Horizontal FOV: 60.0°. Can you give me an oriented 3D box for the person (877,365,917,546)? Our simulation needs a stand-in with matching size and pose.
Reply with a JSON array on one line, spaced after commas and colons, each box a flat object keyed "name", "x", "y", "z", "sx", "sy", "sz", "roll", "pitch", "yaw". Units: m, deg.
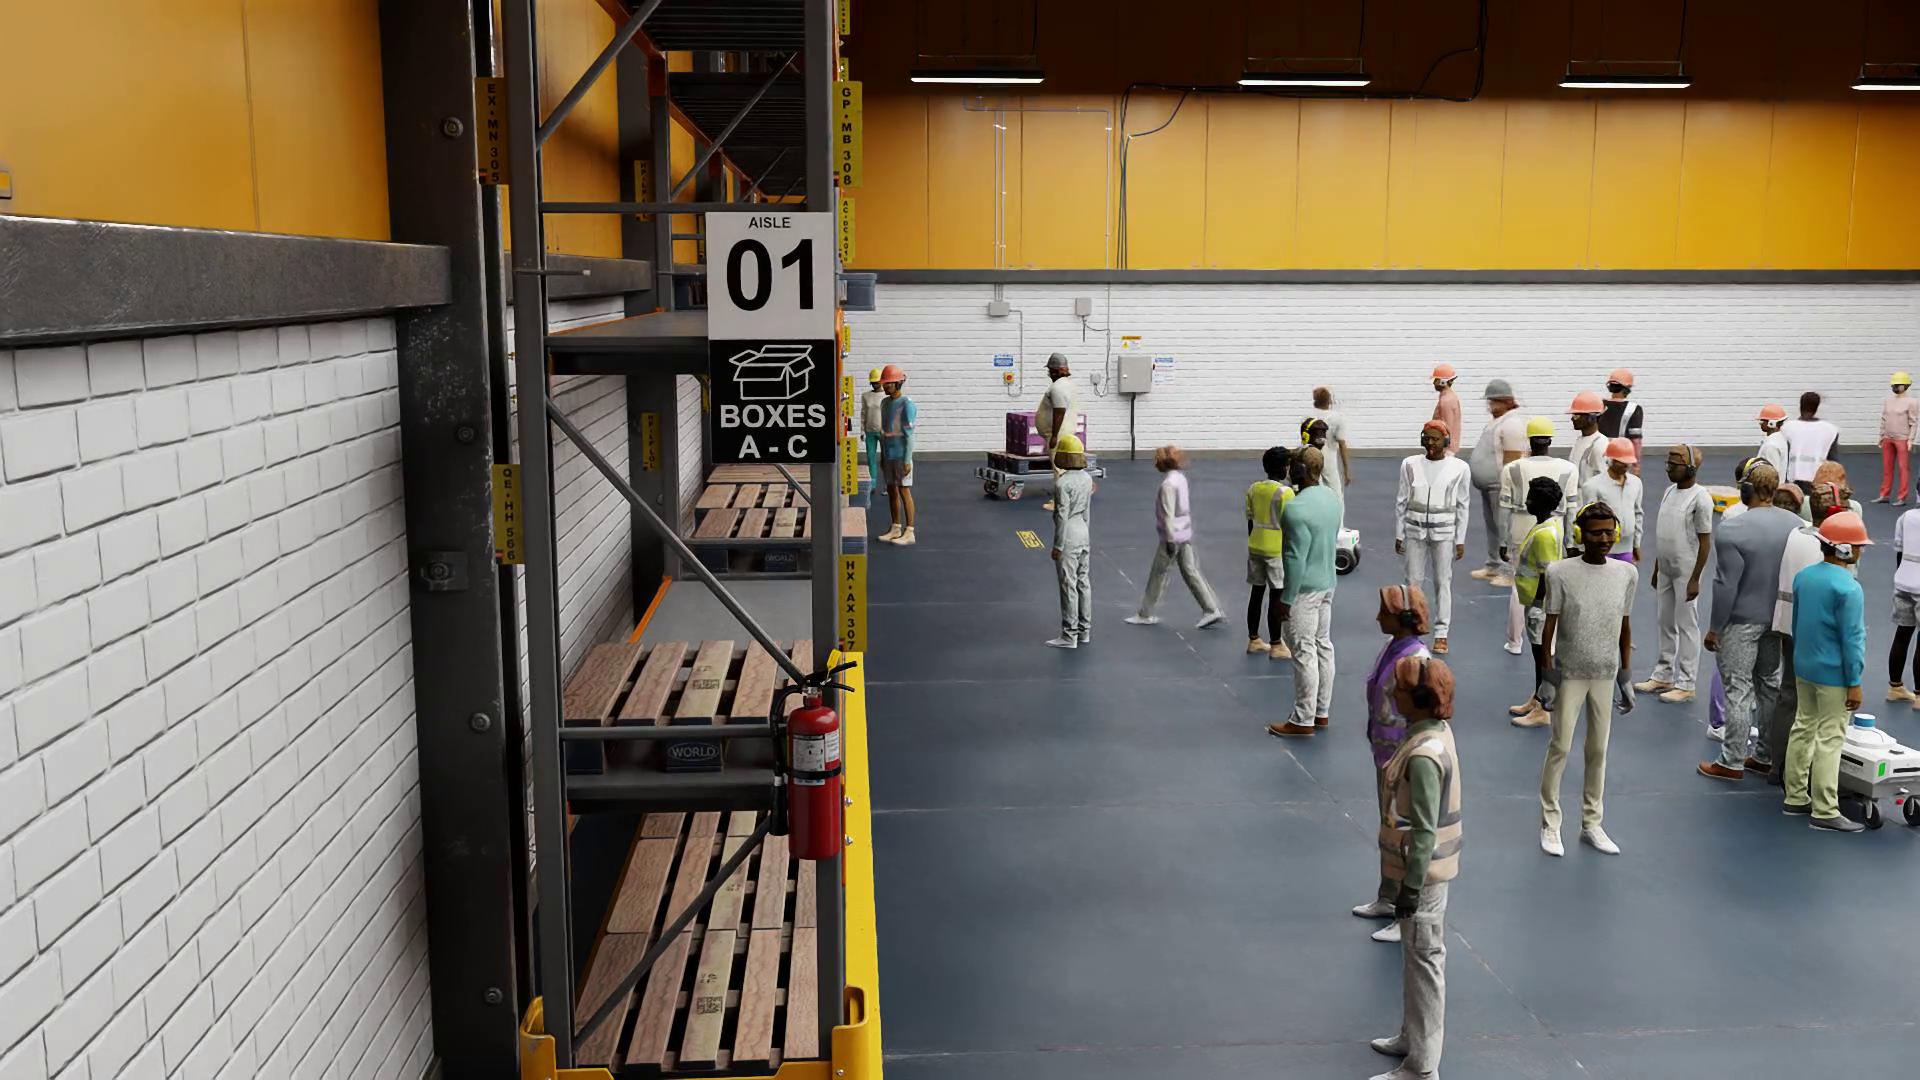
[{"name": "person", "x": -0.736, "y": -0.952, "z": 18.725, "sx": 0.405, "sy": 2.034, "sz": 0.608, "roll": -6, "pitch": 11, "yaw": -34}]

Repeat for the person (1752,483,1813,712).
[{"name": "person", "x": 5.587, "y": 0.419, "z": 11.346, "sx": 0.515, "sy": 1.638, "sz": 0.314, "roll": 8, "pitch": 12, "yaw": 40}]

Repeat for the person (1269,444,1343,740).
[{"name": "person", "x": 2.270, "y": 0.338, "z": 10.912, "sx": 0.371, "sy": 1.940, "sz": 0.627, "roll": 7, "pitch": 11, "yaw": 37}]

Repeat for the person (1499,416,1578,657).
[{"name": "person", "x": 4.590, "y": -0.024, "z": 13.257, "sx": 0.586, "sy": 1.918, "sz": 0.395, "roll": 2, "pitch": 9, "yaw": 15}]

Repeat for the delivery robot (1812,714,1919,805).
[{"name": "delivery robot", "x": 5.084, "y": 1.226, "z": 9.378, "sx": 0.477, "sy": 0.478, "sz": 0.707, "roll": -2, "pitch": 9, "yaw": -11}]

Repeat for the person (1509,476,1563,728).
[{"name": "person", "x": 3.896, "y": 0.415, "z": 11.193, "sx": 0.319, "sy": 1.696, "sz": 0.532, "roll": 3, "pitch": 9, "yaw": 17}]

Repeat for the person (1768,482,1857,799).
[{"name": "person", "x": 4.964, "y": 0.578, "z": 9.697, "sx": 0.375, "sy": 1.843, "sz": 0.575, "roll": -2, "pitch": 9, "yaw": -11}]

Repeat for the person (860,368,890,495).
[{"name": "person", "x": -1.142, "y": -1.492, "z": 22.976, "sx": 0.524, "sy": 1.761, "sz": 0.340, "roll": 4, "pitch": 10, "yaw": 24}]

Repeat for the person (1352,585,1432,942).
[{"name": "person", "x": 2.012, "y": 1.012, "z": 7.617, "sx": 0.307, "sy": 1.639, "sz": 0.525, "roll": 0, "pitch": 9, "yaw": -1}]

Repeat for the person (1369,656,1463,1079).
[{"name": "person", "x": 1.713, "y": 1.235, "z": 6.220, "sx": 0.307, "sy": 1.640, "sz": 0.519, "roll": 3, "pitch": 9, "yaw": 16}]

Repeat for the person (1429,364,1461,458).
[{"name": "person", "x": 5.706, "y": -1.083, "z": 19.657, "sx": 0.396, "sy": 1.993, "sz": 0.618, "roll": 4, "pitch": 10, "yaw": 21}]

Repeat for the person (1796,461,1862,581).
[{"name": "person", "x": 6.565, "y": 0.213, "z": 12.655, "sx": 0.502, "sy": 1.633, "sz": 0.280, "roll": 7, "pitch": 11, "yaw": 36}]

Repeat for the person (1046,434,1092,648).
[{"name": "person", "x": 0.892, "y": 0.006, "z": 13.609, "sx": 0.295, "sy": 1.743, "sz": 0.493, "roll": 6, "pitch": 11, "yaw": 32}]

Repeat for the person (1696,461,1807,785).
[{"name": "person", "x": 4.721, "y": 0.494, "z": 9.935, "sx": 0.632, "sy": 1.940, "sz": 0.372, "roll": -3, "pitch": 10, "yaw": -21}]

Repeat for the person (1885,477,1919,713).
[{"name": "person", "x": 6.724, "y": 0.349, "z": 11.603, "sx": 0.322, "sy": 1.696, "sz": 0.532, "roll": -1, "pitch": 9, "yaw": -6}]

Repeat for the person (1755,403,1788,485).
[{"name": "person", "x": 8.126, "y": -0.499, "z": 16.747, "sx": 0.328, "sy": 1.752, "sz": 0.563, "roll": 5, "pitch": 10, "yaw": 29}]

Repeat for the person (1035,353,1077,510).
[{"name": "person", "x": 1.241, "y": -1.408, "z": 21.555, "sx": 0.536, "sy": 2.000, "sz": 0.681, "roll": 3, "pitch": 9, "yaw": 17}]

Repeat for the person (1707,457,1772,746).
[{"name": "person", "x": 5.102, "y": 0.389, "z": 10.808, "sx": 0.328, "sy": 1.872, "sz": 0.515, "roll": 9, "pitch": 13, "yaw": 44}]

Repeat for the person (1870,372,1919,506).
[{"name": "person", "x": 12.337, "y": -1.328, "z": 21.913, "sx": 0.319, "sy": 1.769, "sz": 0.523, "roll": -3, "pitch": 10, "yaw": -19}]

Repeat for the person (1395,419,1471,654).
[{"name": "person", "x": 3.787, "y": -0.028, "z": 13.392, "sx": 0.574, "sy": 1.883, "sz": 0.356, "roll": 5, "pitch": 10, "yaw": 27}]

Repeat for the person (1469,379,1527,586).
[{"name": "person", "x": 5.294, "y": -0.579, "z": 16.353, "sx": 0.565, "sy": 2.000, "sz": 0.723, "roll": 1, "pitch": 9, "yaw": 3}]

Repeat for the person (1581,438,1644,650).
[{"name": "person", "x": 5.277, "y": 0.037, "z": 13.437, "sx": 0.573, "sy": 1.738, "sz": 0.355, "roll": -3, "pitch": 10, "yaw": -18}]

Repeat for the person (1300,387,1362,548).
[{"name": "person", "x": 4.088, "y": -0.769, "z": 18.327, "sx": 0.757, "sy": 1.810, "sz": 0.333, "roll": 6, "pitch": 11, "yaw": 35}]

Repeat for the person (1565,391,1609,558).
[{"name": "person", "x": 5.354, "y": -0.257, "z": 14.319, "sx": 0.372, "sy": 2.042, "sz": 0.615, "roll": 0, "pitch": 9, "yaw": 1}]

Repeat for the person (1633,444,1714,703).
[{"name": "person", "x": 5.112, "y": 0.236, "z": 11.850, "sx": 0.346, "sy": 1.846, "sz": 0.506, "roll": -2, "pitch": 9, "yaw": -12}]

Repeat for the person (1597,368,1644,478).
[{"name": "person", "x": 7.147, "y": -0.858, "z": 18.172, "sx": 0.448, "sy": 2.030, "sz": 0.624, "roll": -9, "pitch": 13, "yaw": -44}]

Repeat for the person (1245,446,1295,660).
[{"name": "person", "x": 2.467, "y": 0.100, "z": 13.176, "sx": 0.322, "sy": 1.692, "sz": 0.533, "roll": -5, "pitch": 10, "yaw": -29}]

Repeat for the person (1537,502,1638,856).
[{"name": "person", "x": 3.284, "y": 0.724, "z": 8.707, "sx": 0.512, "sy": 1.872, "sz": 0.328, "roll": -1, "pitch": 9, "yaw": -4}]

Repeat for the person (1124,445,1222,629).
[{"name": "person", "x": 1.859, "y": -0.027, "z": 14.261, "sx": 0.843, "sy": 1.597, "sz": 0.523, "roll": 4, "pitch": 10, "yaw": 24}]

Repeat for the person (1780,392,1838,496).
[{"name": "person", "x": 8.646, "y": -0.579, "z": 16.993, "sx": 0.599, "sy": 1.851, "sz": 1.081, "roll": 2, "pitch": 9, "yaw": 14}]

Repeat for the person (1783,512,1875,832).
[{"name": "person", "x": 4.787, "y": 0.712, "z": 9.141, "sx": 0.329, "sy": 1.751, "sz": 0.563, "roll": -1, "pitch": 9, "yaw": -4}]

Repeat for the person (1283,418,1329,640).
[{"name": "person", "x": 2.885, "y": -0.085, "z": 13.811, "sx": 0.328, "sy": 1.865, "sz": 0.521, "roll": 5, "pitch": 10, "yaw": 29}]
